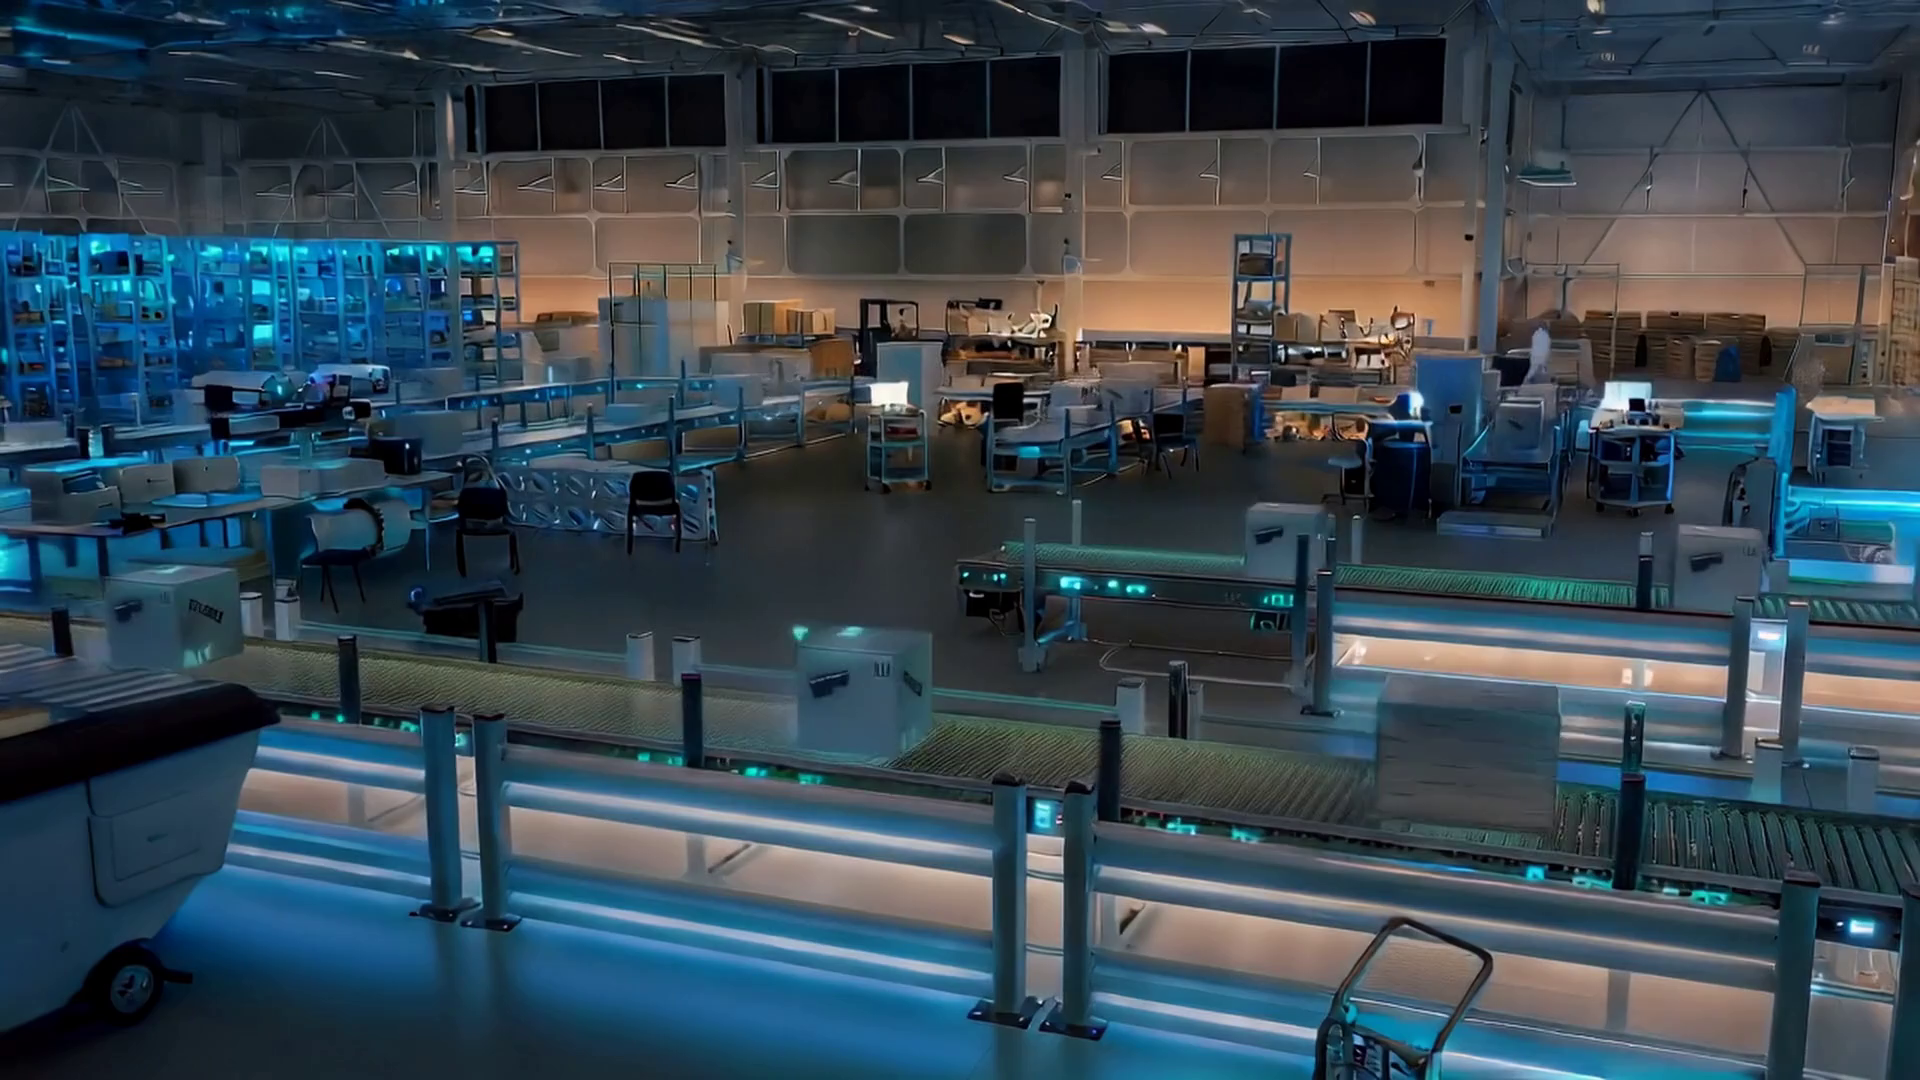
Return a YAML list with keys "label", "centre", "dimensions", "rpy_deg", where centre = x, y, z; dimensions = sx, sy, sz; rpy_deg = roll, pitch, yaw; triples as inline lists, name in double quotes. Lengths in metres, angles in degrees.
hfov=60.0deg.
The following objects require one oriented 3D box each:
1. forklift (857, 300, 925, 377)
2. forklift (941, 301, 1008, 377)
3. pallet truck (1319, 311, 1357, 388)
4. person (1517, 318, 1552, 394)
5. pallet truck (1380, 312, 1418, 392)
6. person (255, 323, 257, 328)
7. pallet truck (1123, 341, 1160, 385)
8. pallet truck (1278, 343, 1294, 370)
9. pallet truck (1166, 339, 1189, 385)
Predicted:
- label: "forklift"
  centre: [-1.732, -5.109, 42.468]
  dimensions: [1.157, 1.987, 2.680]
  rpy_deg: [4, 10, 22]
- label: "forklift"
  centre: [0.365, -4.966, 41.571]
  dimensions: [1.157, 1.987, 2.680]
  rpy_deg: [3, 10, 20]
- label: "pallet truck"
  centre: [9.071, -4.419, 39.190]
  dimensions: [0.823, 1.965, 1.885]
  rpy_deg: [5, 10, 26]
- label: "person"
  centre: [12.961, -4.032, 37.266]
  dimensions: [0.970, 1.866, 0.652]
  rpy_deg: [-1, 9, -6]
- label: "pallet truck"
  centre: [10.207, -4.283, 38.369]
  dimensions: [0.823, 1.965, 1.885]
  rpy_deg: [3, 10, 20]
- label: "person"
  centre: [-17.366, -4.593, 40.813]
  dimensions: [0.577, 1.817, 0.869]
  rpy_deg: [3, 10, 17]
- label: "pallet truck"
  centre: [4.445, -4.380, 41.279]
  dimensions: [0.680, 1.201, 1.601]
  rpy_deg: [4, 10, 22]
- label: "pallet truck"
  centre: [7.886, -4.163, 39.743]
  dimensions: [0.653, 1.274, 1.630]
  rpy_deg: [4, 10, 22]
- label: "pallet truck"
  centre: [5.418, -4.269, 40.420]
  dimensions: [0.704, 1.261, 1.522]
  rpy_deg: [3, 10, 20]
